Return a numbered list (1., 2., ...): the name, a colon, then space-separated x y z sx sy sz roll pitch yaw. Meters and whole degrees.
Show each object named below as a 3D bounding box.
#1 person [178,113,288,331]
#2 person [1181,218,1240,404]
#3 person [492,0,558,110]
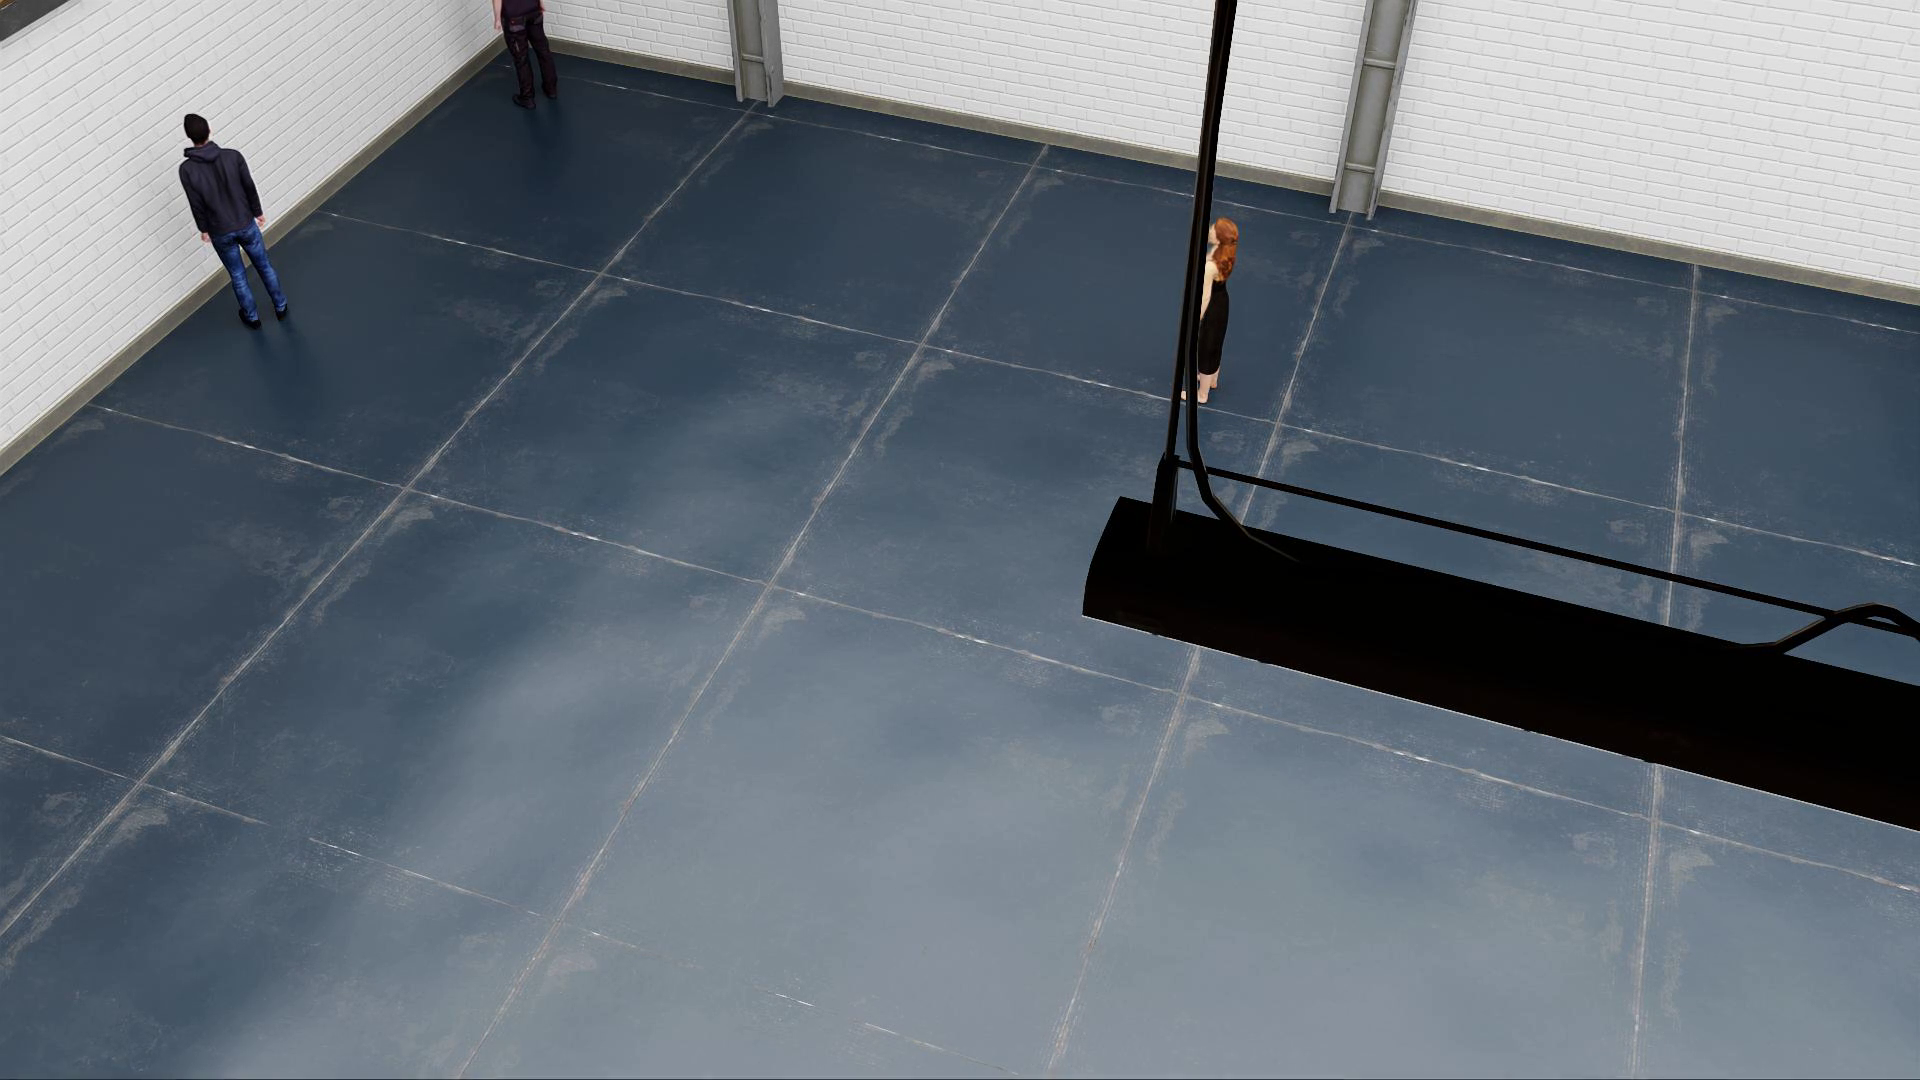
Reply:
1. person: -5.880 -2.552 13.410 0.764 1.892 0.773 -27 50 -25
2. person: 1.937 -1.766 12.779 0.618 1.625 0.609 22 48 21
3. person: -4.252 -5.103 16.121 0.798 1.845 0.764 -33 53 -30
